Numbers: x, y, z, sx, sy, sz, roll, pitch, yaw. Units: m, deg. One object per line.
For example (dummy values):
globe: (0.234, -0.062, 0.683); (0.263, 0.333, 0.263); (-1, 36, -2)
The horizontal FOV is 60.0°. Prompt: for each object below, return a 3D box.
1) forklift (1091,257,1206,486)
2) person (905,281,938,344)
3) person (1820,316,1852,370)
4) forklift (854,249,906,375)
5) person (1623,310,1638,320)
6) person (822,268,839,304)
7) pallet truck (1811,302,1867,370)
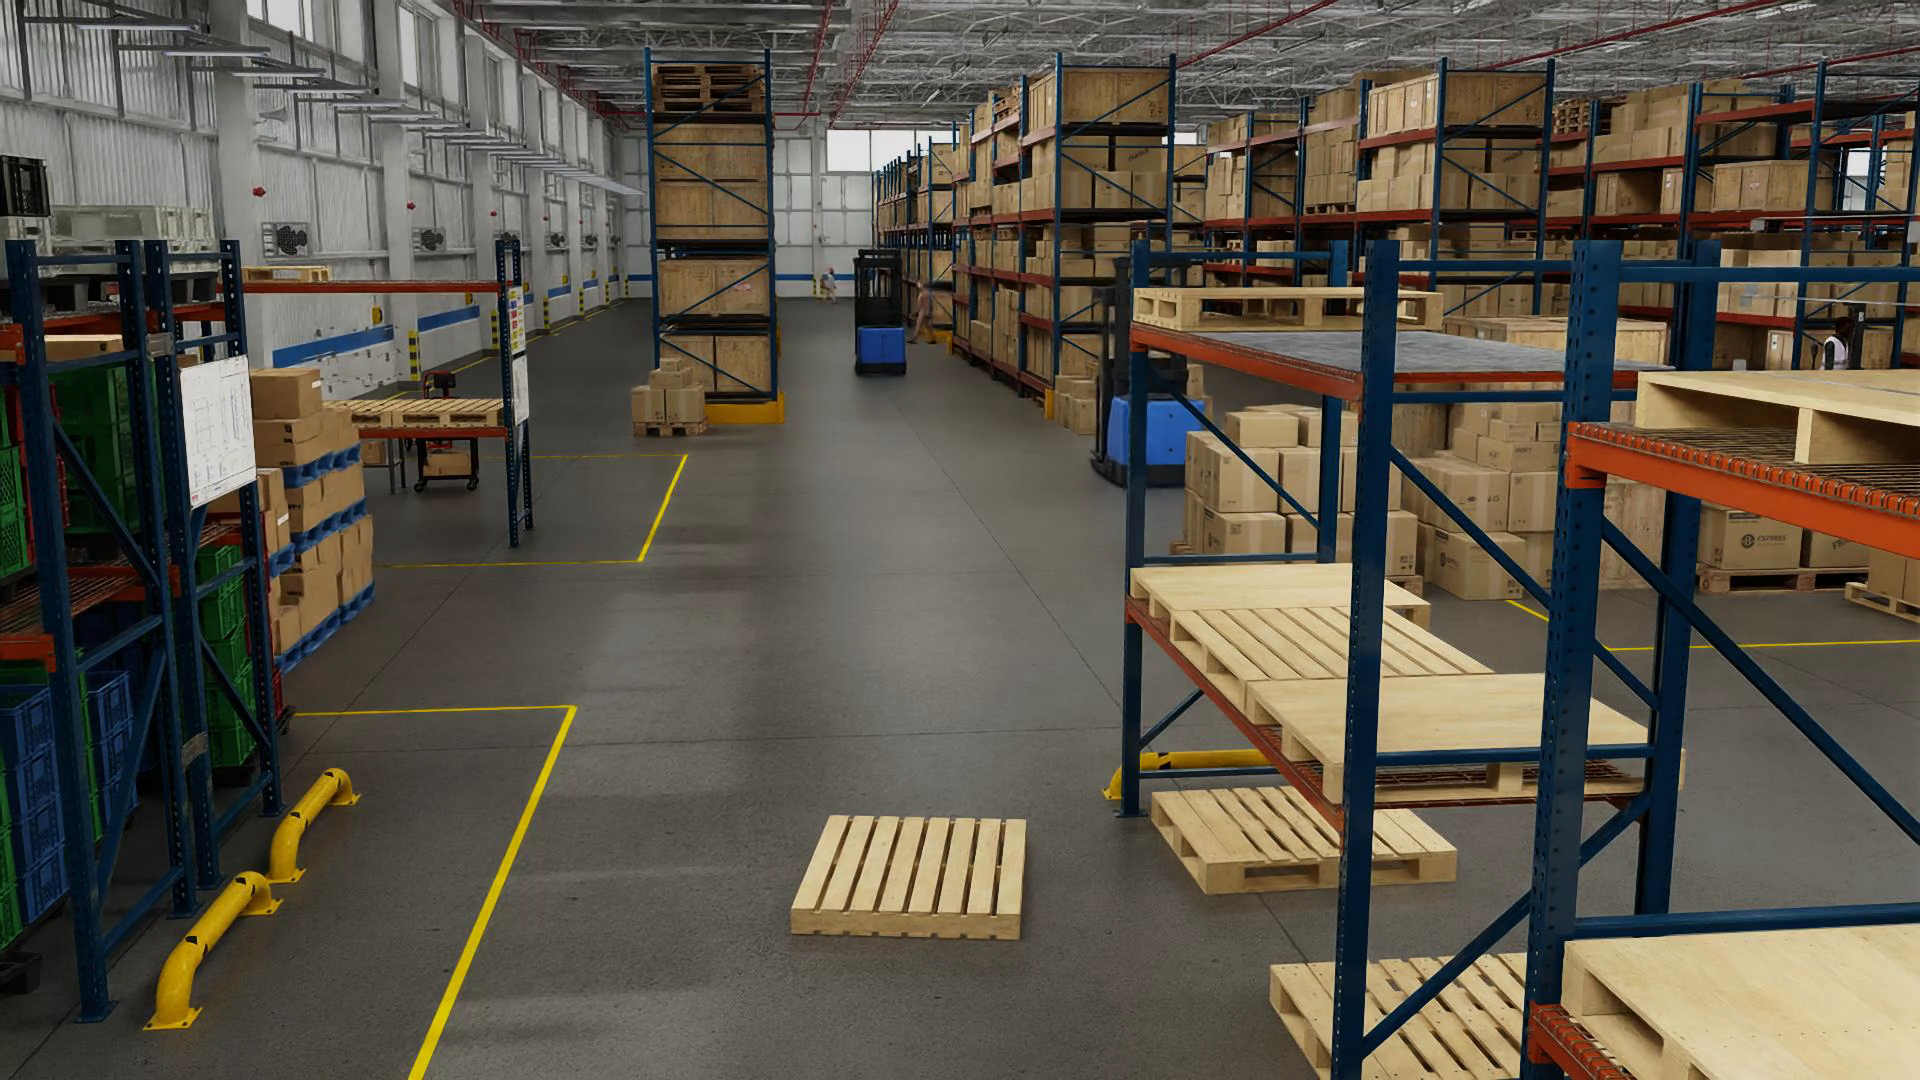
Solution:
forklift: (2.390, -2.157, 20.884); (1.129, 2.768, 1.873); (-1, 10, -6)
person: (-1.092, -6.642, 48.586); (0.986, 1.855, 0.648); (-1, 10, -6)
person: (13.011, -2.373, 24.780); (0.587, 1.911, 0.397); (-9, 14, -42)
forklift: (-1.815, -5.166, 37.558); (1.129, 2.768, 1.873); (-1, 10, -6)
person: (11.667, -3.153, 29.422); (0.737, 1.799, 0.429); (4, 11, 21)
person: (-6.210, -12.112, 79.274); (0.836, 1.724, 0.561); (1, 10, 7)
pallet truck: (15.846, -3.142, 28.793); (1.885, 1.965, 0.823); (2, 10, 12)
